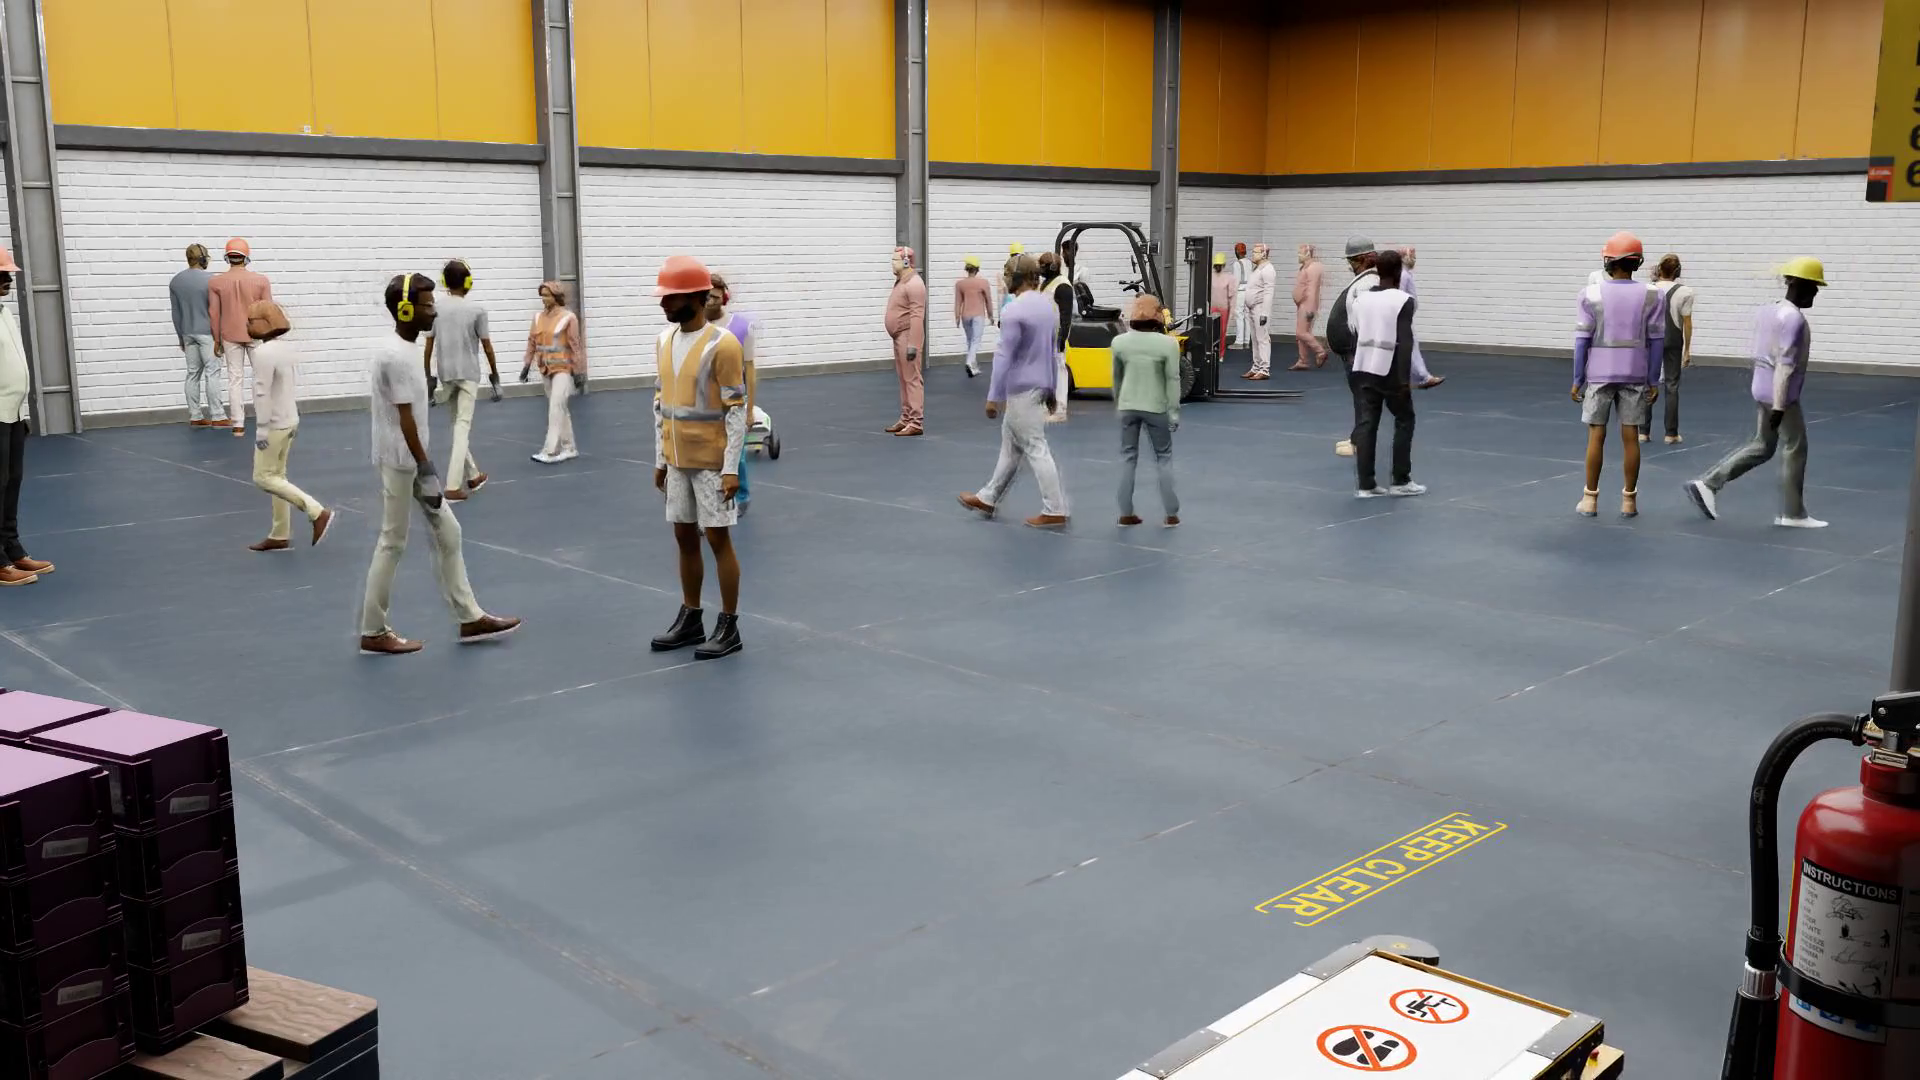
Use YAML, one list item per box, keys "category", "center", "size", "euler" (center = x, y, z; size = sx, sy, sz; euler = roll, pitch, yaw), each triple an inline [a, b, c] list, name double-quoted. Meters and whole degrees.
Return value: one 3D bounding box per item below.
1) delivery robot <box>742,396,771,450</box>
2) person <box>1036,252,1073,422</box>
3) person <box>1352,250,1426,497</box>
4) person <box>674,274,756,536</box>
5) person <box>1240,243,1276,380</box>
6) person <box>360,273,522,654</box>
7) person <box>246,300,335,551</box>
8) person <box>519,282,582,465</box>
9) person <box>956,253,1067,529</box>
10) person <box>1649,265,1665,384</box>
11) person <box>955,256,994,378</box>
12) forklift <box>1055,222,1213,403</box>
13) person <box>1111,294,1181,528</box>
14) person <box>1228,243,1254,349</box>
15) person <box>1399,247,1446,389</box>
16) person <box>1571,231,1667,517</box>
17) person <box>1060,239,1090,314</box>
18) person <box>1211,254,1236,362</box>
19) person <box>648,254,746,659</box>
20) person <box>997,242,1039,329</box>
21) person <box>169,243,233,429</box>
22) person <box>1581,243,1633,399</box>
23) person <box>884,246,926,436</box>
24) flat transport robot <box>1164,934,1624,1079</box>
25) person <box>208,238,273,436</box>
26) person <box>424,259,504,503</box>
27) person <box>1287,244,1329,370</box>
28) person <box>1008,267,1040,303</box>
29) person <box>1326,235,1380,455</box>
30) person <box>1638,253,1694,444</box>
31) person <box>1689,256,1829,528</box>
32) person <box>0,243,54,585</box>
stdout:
- category: "delivery robot"
  center: [-1.947, -1.074, 15.200]
  size: [0.477, 0.478, 0.707]
  euler: [-3, 11, -15]
- category: "person"
  center: [0.987, -2.209, 18.133]
  size: [0.429, 1.841, 0.633]
  euler: [-4, 11, -21]
- category: "person"
  center: [3.345, -1.281, 12.886]
  size: [0.672, 1.901, 0.629]
  euler: [-7, 13, -34]
- category: "person"
  center: [-1.694, -0.964, 11.562]
  size: [0.608, 1.777, 0.984]
  euler: [1, 10, 4]
- category: "person"
  center: [4.193, -3.207, 23.386]
  size: [0.409, 1.913, 0.646]
  euler: [-1, 10, -7]
- category: "person"
  center: [-2.541, -0.356, 8.044]
  size: [0.874, 1.832, 0.560]
  euler: [-2, 11, -13]
- category: "person"
  center: [-4.309, -0.715, 10.584]
  size: [0.493, 1.617, 0.521]
  euler: [-1, 10, -6]
- category: "person"
  center: [-3.665, -1.468, 14.744]
  size: [0.522, 1.611, 0.725]
  euler: [7, 12, 33]
- category: "person"
  center: [0.361, -1.033, 11.578]
  size: [0.942, 1.888, 0.652]
  euler: [5, 12, 25]
- category: "person"
  center: [9.420, -2.905, 22.536]
  size: [0.364, 1.627, 0.519]
  euler: [4, 11, 23]
- category: "person"
  center: [0.169, -3.208, 23.872]
  size: [0.533, 1.735, 0.828]
  euler: [4, 11, 20]
- category: "forklift"
  center: [1.935, -2.847, 20.651]
  size: [2.313, 2.155, 1.214]
  euler: [2, 11, 13]
- category: "person"
  center: [1.288, -0.885, 11.518]
  size: [0.509, 1.621, 0.365]
  euler: [4, 11, 19]
- category: "person"
  center: [5.008, -4.341, 29.640]
  size: [0.354, 1.886, 0.572]
  euler: [9, 14, 40]
- category: "person"
  center: [5.881, -2.903, 21.868]
  size: [0.996, 1.850, 0.677]
  euler: [1, 10, 5]
- category: "person"
  center: [4.719, -1.181, 11.964]
  size: [0.612, 2.047, 0.361]
  euler: [2, 11, 13]
- category: "person"
  center: [1.495, -3.121, 22.764]
  size: [0.603, 1.967, 0.368]
  euler: [10, 14, 44]
- category: "person"
  center: [4.078, -3.640, 26.259]
  size: [0.545, 1.716, 0.909]
  euler: [3, 11, 14]
- category: "person"
  center: [-1.275, -0.392, 7.968]
  size: [0.549, 1.933, 0.373]
  euler: [8, 13, 37]
- category: "person"
  center: [0.778, -3.040, 22.433]
  size: [0.587, 1.926, 0.366]
  euler: [-1, 10, -6]
- category: "person"
  center: [-7.928, -2.122, 17.394]
  size: [0.627, 1.940, 0.375]
  euler: [3, 11, 18]
- category: "person"
  center: [8.014, -2.710, 20.601]
  size: [0.542, 1.939, 0.359]
  euler: [6, 12, 30]
- category: "person"
  center: [-0.564, -2.010, 16.869]
  size: [0.403, 1.911, 0.637]
  euler: [-3, 11, -15]
- category: "flat transport robot"
  center: [0.852, 1.233, 3.647]
  size: [0.652, 0.197, 1.431]
  euler: [10, 14, 43]
- category: "person"
  center: [-7.232, -2.043, 16.806]
  size: [0.610, 1.996, 0.384]
  euler: [-3, 11, -17]
- category: "person"
  center: [-3.807, -1.238, 12.863]
  size: [0.534, 1.824, 0.937]
  euler: [1, 10, 8]
- category: "person"
  center: [5.195, -3.458, 24.801]
  size: [0.491, 1.894, 0.664]
  euler: [0, 10, 1]
- category: "person"
  center: [0.812, -2.237, 18.768]
  size: [0.547, 1.665, 0.806]
  euler: [-5, 11, -24]
- category: "person"
  center: [3.660, -1.807, 15.397]
  size: [0.535, 2.000, 0.673]
  euler: [3, 11, 15]
- category: "person"
  center: [6.836, -1.851, 16.174]
  size: [0.506, 1.845, 0.344]
  euler: [7, 13, 35]
- category: "person"
  center: [5.621, -1.026, 11.574]
  size: [0.823, 1.889, 0.582]
  euler: [2, 11, 10]
- category: "person"
  center: [-5.598, -0.740, 9.703]
  size: [0.390, 1.992, 0.624]
  euler: [-2, 11, -11]
